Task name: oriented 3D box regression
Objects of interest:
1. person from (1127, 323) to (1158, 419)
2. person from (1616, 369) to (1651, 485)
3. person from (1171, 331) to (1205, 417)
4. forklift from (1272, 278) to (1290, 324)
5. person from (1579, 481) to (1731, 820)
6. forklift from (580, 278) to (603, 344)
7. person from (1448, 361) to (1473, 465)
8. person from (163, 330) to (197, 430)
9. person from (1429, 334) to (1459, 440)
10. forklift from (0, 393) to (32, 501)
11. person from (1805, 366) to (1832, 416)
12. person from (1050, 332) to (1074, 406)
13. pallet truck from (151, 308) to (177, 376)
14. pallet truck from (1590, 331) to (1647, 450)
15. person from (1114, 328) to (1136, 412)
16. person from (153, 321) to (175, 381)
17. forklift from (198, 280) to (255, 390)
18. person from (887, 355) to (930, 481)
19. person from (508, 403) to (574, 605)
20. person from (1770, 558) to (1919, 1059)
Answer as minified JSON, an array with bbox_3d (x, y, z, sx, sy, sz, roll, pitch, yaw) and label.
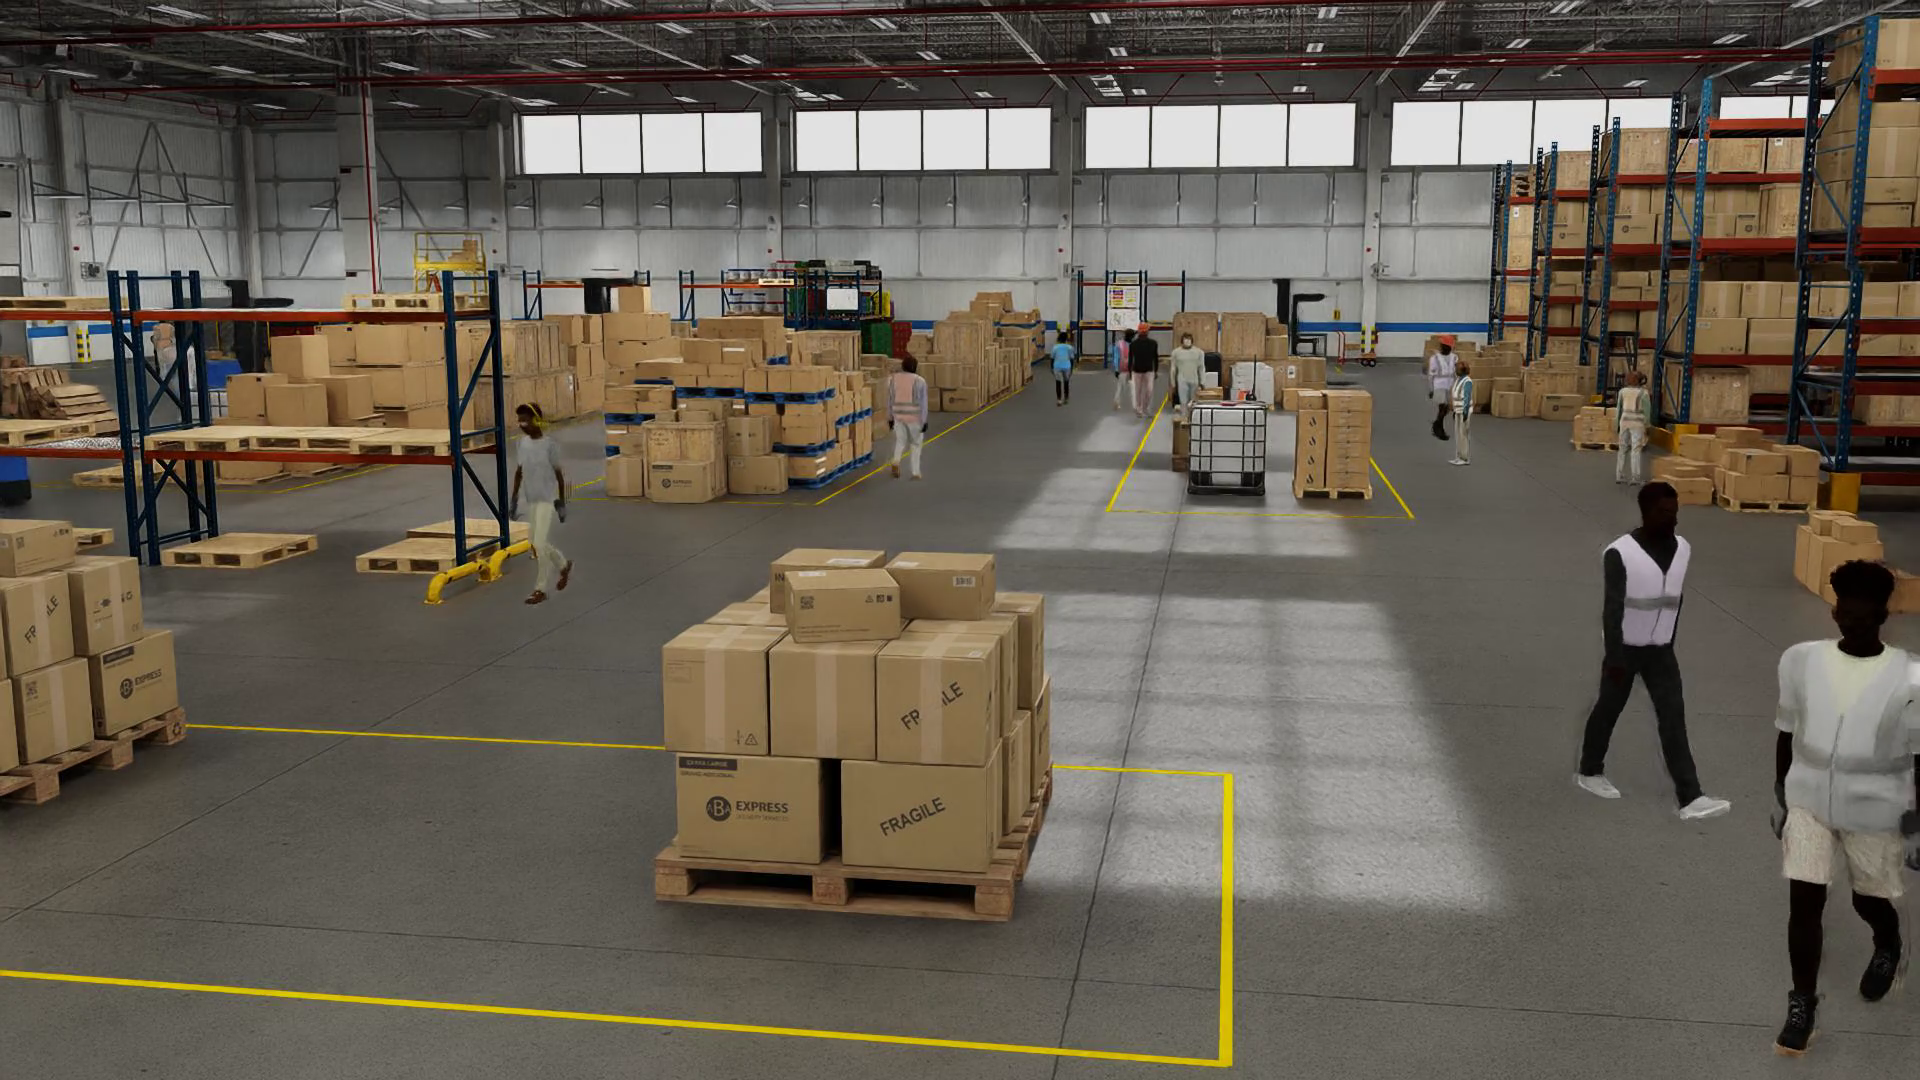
[{"bbox_3d":[3.751,-3.449,34.035,0.655,1.947,0.959,0,9,0],"label":"person"},{"bbox_3d":[9.547,-1.599,23.594,0.310,1.638,0.523,-6,11,-32],"label":"person"},{"bbox_3d":[4.245,-2.952,31.105,0.637,1.920,0.831,-1,9,-3],"label":"person"},{"bbox_3d":[8.327,-5.389,43.148,1.873,2.768,1.129,1,9,9],"label":"forklift"},{"bbox_3d":[3.852,0.608,9.261,0.617,1.865,1.017,-4,10,-21],"label":"person"},{"bbox_3d":[-10.011,-5.756,45.415,1.873,2.768,1.129,0,9,1],"label":"forklift"},{"bbox_3d":[7.847,-1.984,25.995,0.320,1.630,0.528,-1,9,-3],"label":"person"},{"bbox_3d":[-14.901,-3.076,31.882,0.630,1.916,0.908,0,9,2],"label":"person"},{"bbox_3d":[8.702,-2.771,30.005,0.544,1.906,0.781,-3,10,-16],"label":"person"},{"bbox_3d":[-13.108,-1.924,21.783,1.129,2.768,1.873,-9,13,-43],"label":"forklift"},{"bbox_3d":[16.025,-2.946,30.991,0.378,1.933,0.551,-3,10,-17],"label":"person"},{"bbox_3d":[2.304,-3.846,37.416,0.533,1.652,0.862,0,9,-1],"label":"person"},{"bbox_3d":[-21.869,-5.598,47.154,0.823,1.965,1.885,4,10,26],"label":"pallet truck"},{"bbox_3d":[11.253,-2.573,28.499,0.823,1.965,1.885,5,10,27],"label":"pallet truck"},{"bbox_3d":[3.604,-3.682,35.954,0.640,1.810,0.910,-2,9,-14],"label":"person"},{"bbox_3d":[-21.698,-5.263,45.349,0.389,1.922,0.587,7,11,36],"label":"person"},{"bbox_3d":[-15.465,-4.206,35.856,1.873,2.768,1.129,-5,10,-26],"label":"forklift"},{"bbox_3d":[-0.743,-1.740,23.889,0.642,1.823,0.494,3,10,20],"label":"person"},{"bbox_3d":[-3.841,-0.364,15.375,0.539,1.841,0.753,5,11,30],"label":"person"},{"bbox_3d":[3.530,1.015,6.558,0.610,1.942,0.841,9,13,44],"label":"person"}]
